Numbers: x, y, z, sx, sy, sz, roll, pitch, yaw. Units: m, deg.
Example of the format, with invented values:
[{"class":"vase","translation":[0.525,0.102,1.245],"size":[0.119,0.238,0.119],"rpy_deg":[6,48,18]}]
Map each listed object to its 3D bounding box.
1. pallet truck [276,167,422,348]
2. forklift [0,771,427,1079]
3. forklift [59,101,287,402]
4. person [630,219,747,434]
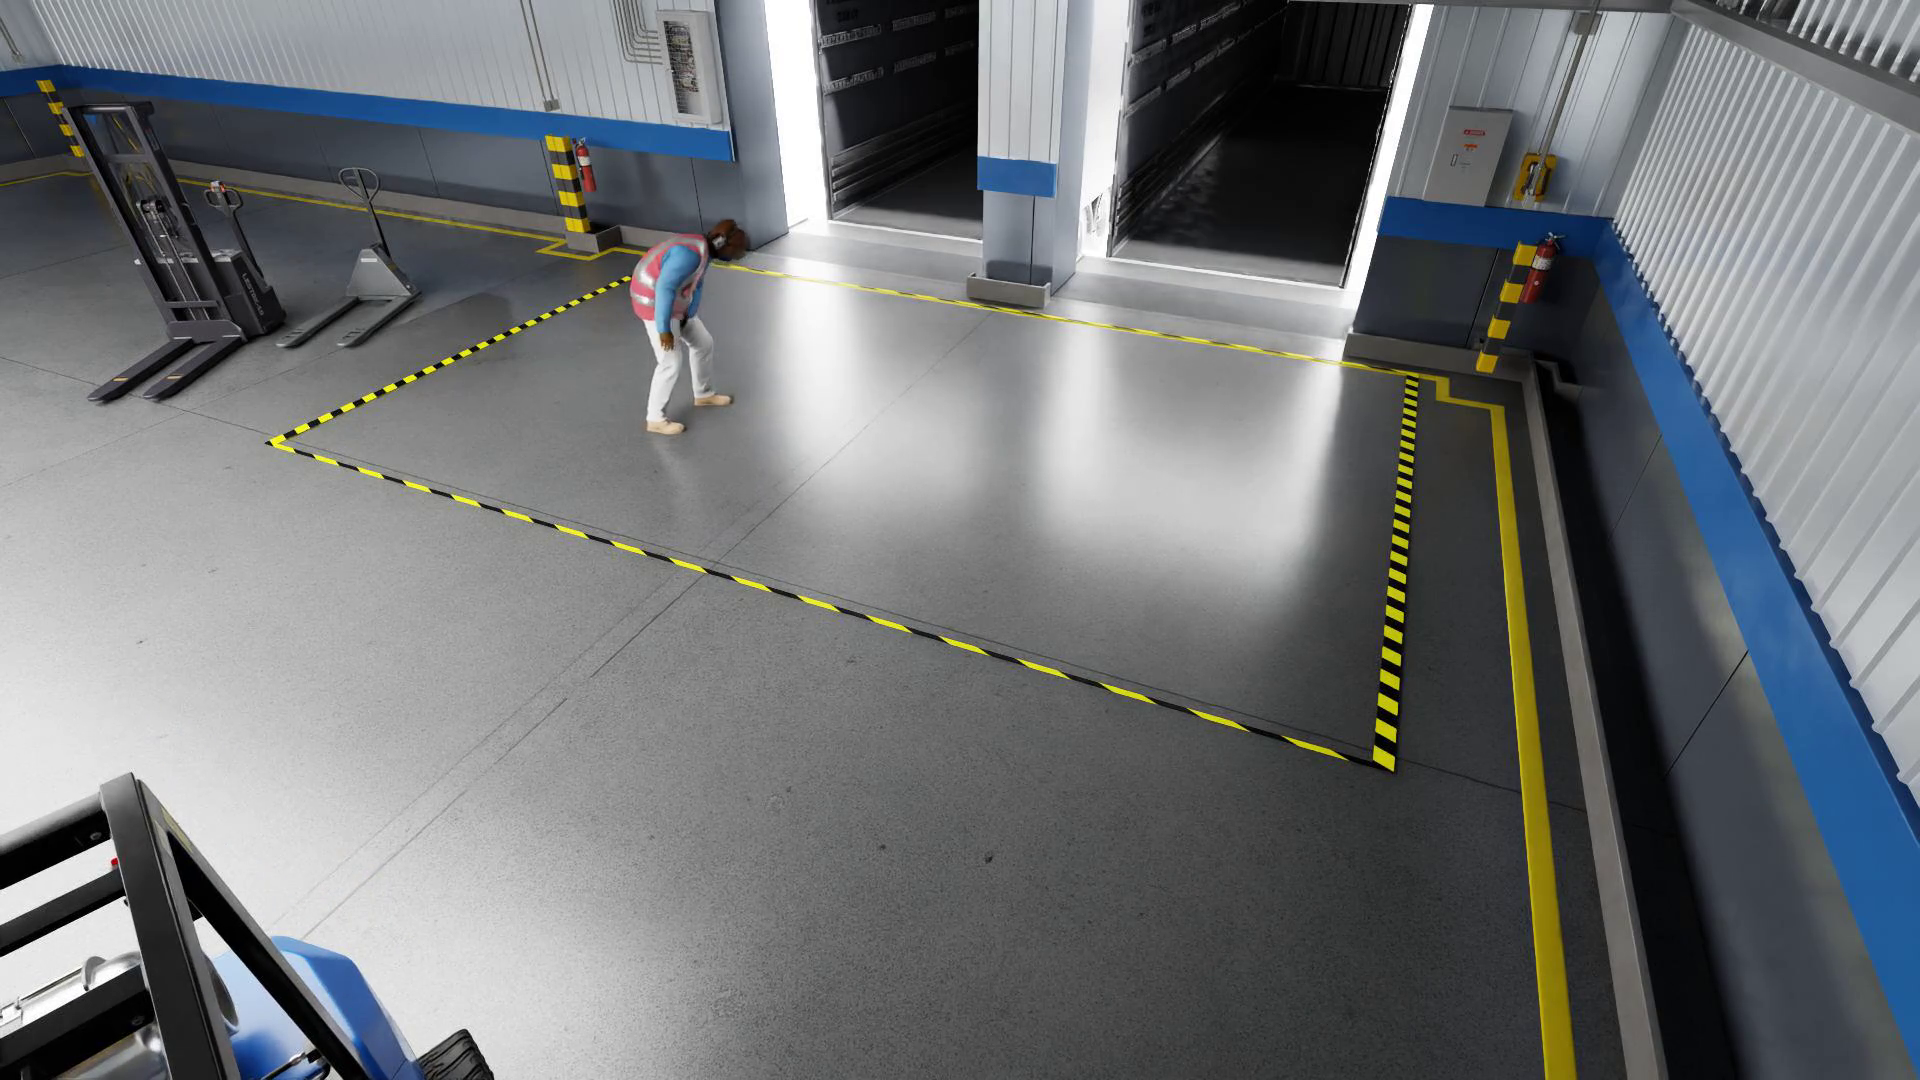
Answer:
[{"class":"pallet truck","translation":[-5.732,-2.611,8.414],"size":[0.680,1.201,1.601],"rpy_deg":[-1,35,-1]},{"class":"forklift","translation":[-1.292,1.609,1.408],"size":[1.157,2.036,2.680],"rpy_deg":[-29,44,-35]},{"class":"forklift","translation":[-6.686,-2.387,7.434],"size":[0.823,1.965,1.885],"rpy_deg":[-3,35,-5]},{"class":"person","translation":[-1.939,-1.556,6.719],"size":[0.866,1.476,0.812],"rpy_deg":[-1,35,-2]}]
